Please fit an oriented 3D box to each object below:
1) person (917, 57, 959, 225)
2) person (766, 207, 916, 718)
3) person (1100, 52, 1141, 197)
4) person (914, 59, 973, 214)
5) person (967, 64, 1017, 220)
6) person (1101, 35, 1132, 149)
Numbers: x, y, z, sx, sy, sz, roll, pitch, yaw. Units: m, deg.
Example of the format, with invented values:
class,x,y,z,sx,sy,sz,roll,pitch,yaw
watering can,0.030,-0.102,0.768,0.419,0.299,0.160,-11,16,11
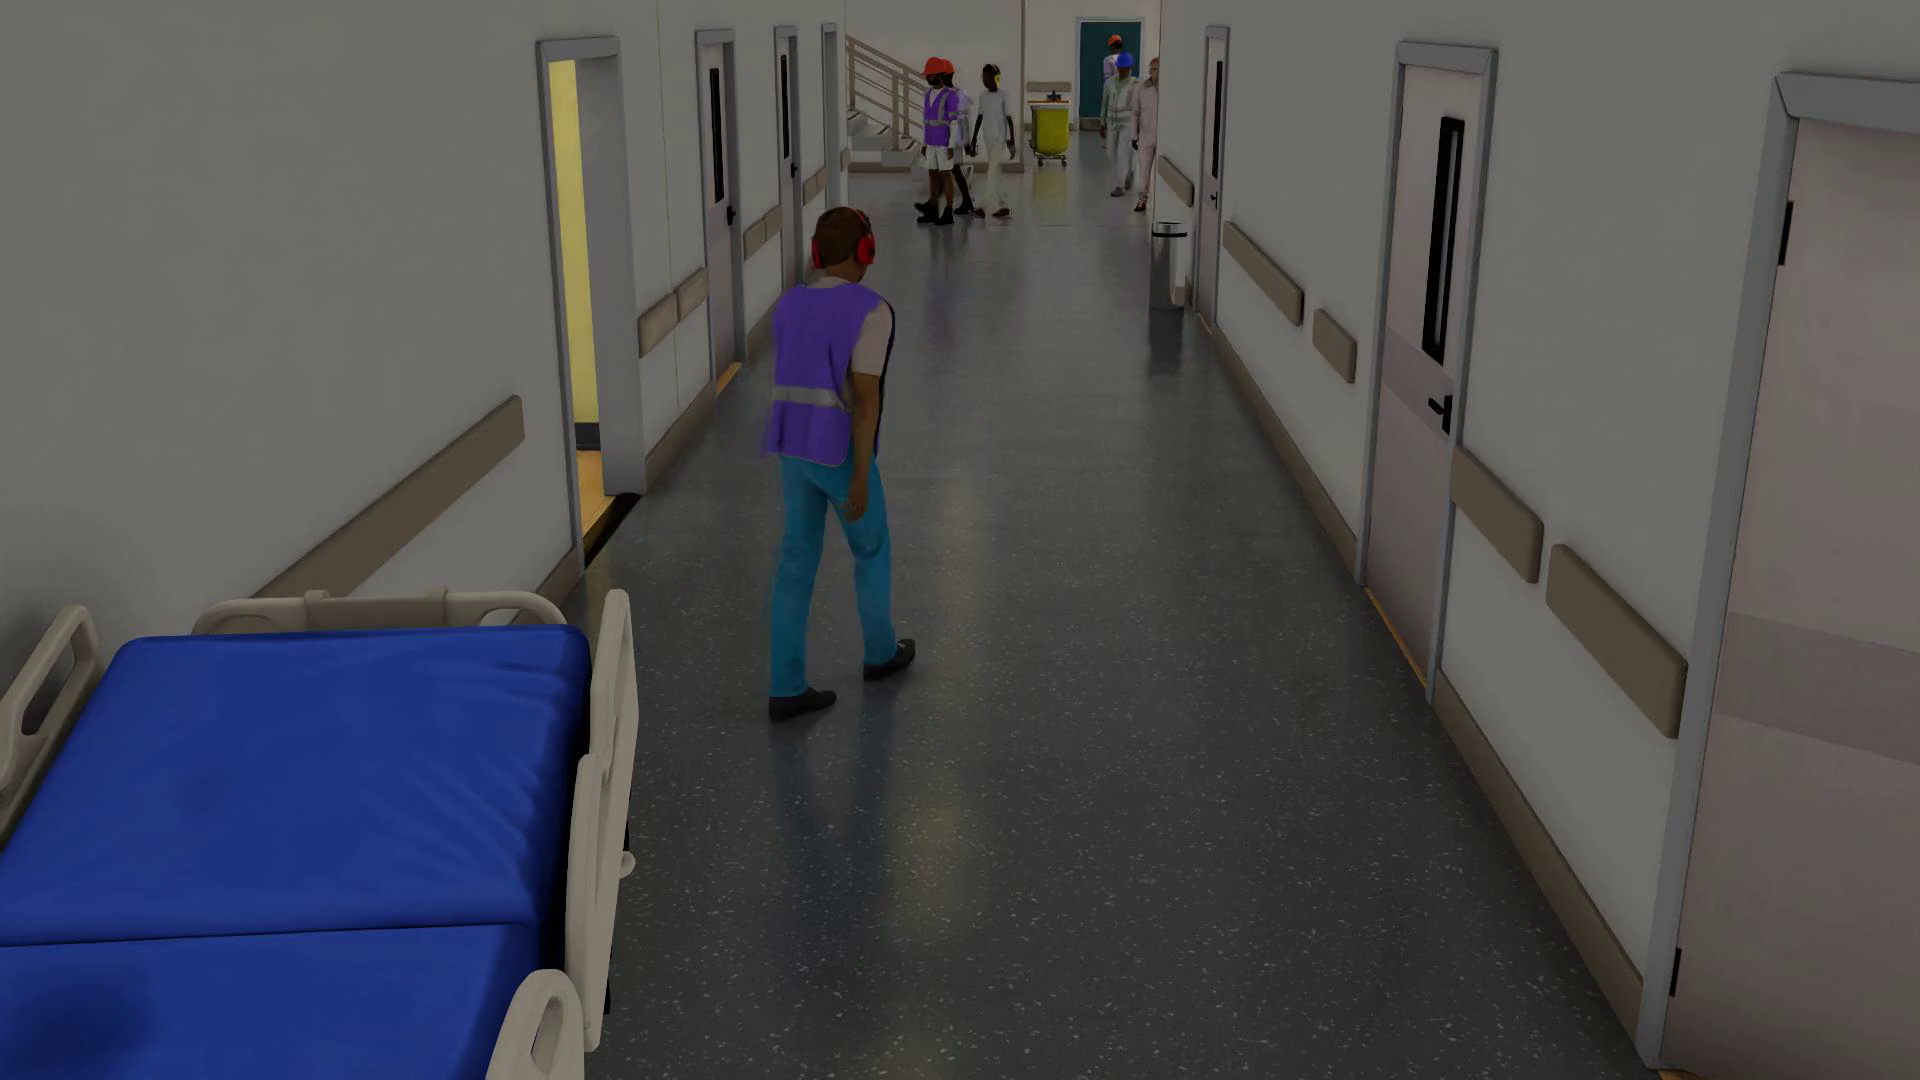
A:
class,x,y,z,sx,sy,sz,roll,pitch,yaw
person,-0.267,-4.703,19.651,0.376,1.932,0.543,-15,23,-40
person,-0.448,-0.286,6.015,0.573,1.774,0.895,13,22,34
person,2.248,-5.706,22.822,0.620,1.921,0.763,11,21,31
person,-0.202,-4.923,20.419,0.990,1.879,0.571,-13,22,-35
person,0.342,-4.798,20.129,0.534,1.823,0.916,17,24,42
person,2.847,-8.192,30.453,0.605,2.033,0.396,-9,20,-27
